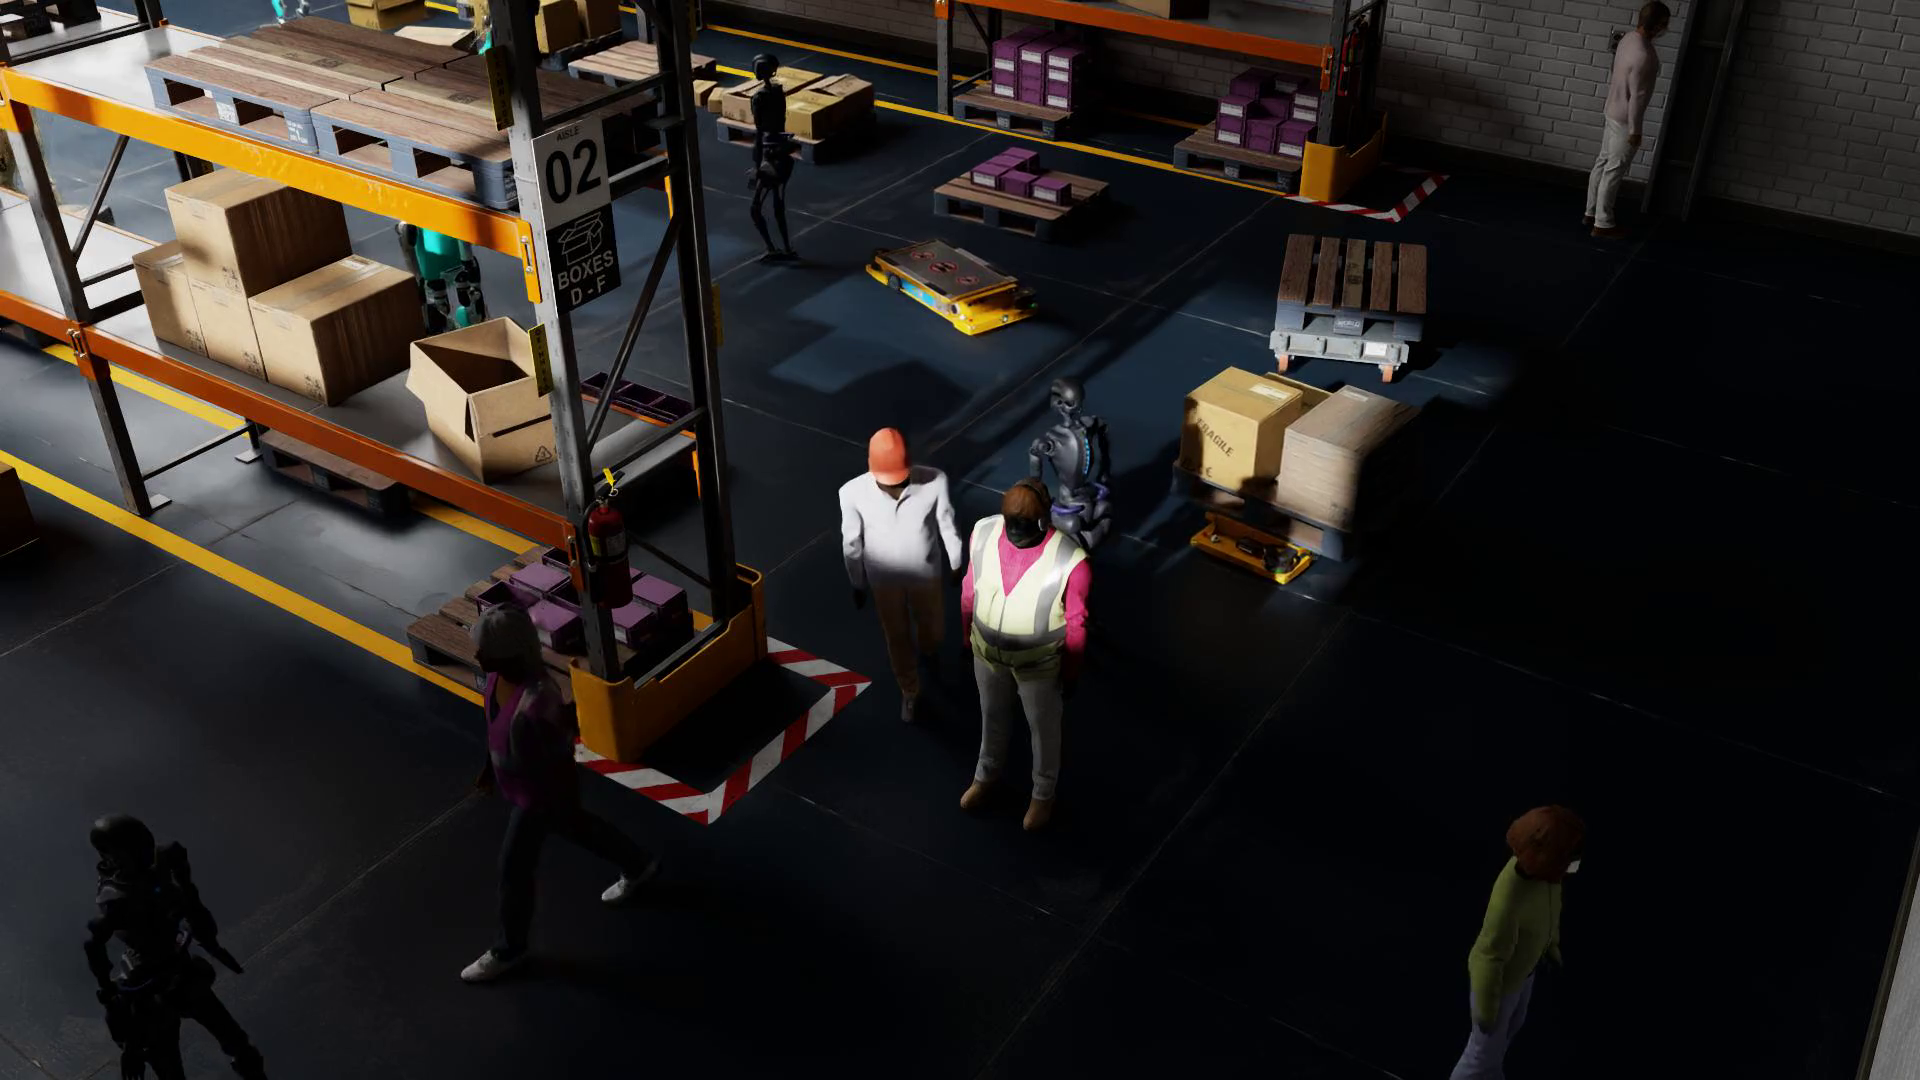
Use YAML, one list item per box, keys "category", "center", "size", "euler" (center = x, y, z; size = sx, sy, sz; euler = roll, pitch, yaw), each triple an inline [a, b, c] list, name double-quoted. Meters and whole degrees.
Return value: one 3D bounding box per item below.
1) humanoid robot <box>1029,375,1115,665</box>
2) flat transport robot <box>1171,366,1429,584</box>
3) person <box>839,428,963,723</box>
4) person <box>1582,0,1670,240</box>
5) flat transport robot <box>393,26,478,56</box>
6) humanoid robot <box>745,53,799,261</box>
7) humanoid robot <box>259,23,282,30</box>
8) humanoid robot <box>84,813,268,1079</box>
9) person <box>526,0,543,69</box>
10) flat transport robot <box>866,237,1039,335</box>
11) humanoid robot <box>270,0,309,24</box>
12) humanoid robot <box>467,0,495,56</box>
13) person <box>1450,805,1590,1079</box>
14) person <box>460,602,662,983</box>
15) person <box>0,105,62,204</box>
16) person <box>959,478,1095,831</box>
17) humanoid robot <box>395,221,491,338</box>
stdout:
- category: "humanoid robot"
  center: [0.610, -0.094, 8.738]
  size: [0.590, 1.641, 0.401]
  euler: [-23, 40, -31]
- category: "flat transport robot"
  center: [2.084, -0.208, 10.193]
  size: [0.659, 0.231, 1.431]
  euler: [25, 40, 33]
- category: "person"
  center: [-0.286, 0.147, 8.314]
  size: [0.600, 1.714, 0.507]
  euler: [-3, 33, -4]
- category: "person"
  center: [5.467, -3.445, 13.644]
  size: [0.373, 1.934, 0.626]
  euler: [3, 33, 4]
- category: "flat transport robot"
  center: [-5.133, -3.931, 15.914]
  size: [1.431, 0.231, 0.659]
  euler: [6, 34, 9]
- category: "humanoid robot"
  center: [-1.484, -3.034, 13.243]
  size: [0.352, 1.644, 0.603]
  euler: [9, 34, 13]
- category: "humanoid robot"
  center: [-5.312, -3.222, 13.469]
  size: [0.530, 1.756, 0.767]
  euler: [-18, 37, -26]
- category: "humanoid robot"
  center: [-2.825, 1.654, 6.044]
  size: [0.527, 1.645, 0.611]
  euler: [6, 34, 10]
- category: "person"
  center: [-3.919, -4.282, 14.929]
  size: [0.433, 1.943, 0.481]
  euler: [4, 33, 6]
- category: "flat transport robot"
  center: [-0.074, -1.997, 12.942]
  size: [0.659, 0.231, 1.431]
  euler: [-21, 39, -29]
- category: "humanoid robot"
  center: [-7.343, -6.089, 17.892]
  size: [0.538, 1.744, 1.003]
  euler: [-26, 41, -34]
- category: "humanoid robot"
  center: [-4.579, -4.749, 15.851]
  size: [0.843, 1.794, 0.611]
  euler: [-16, 36, -23]
- category: "person"
  center: [2.046, 1.613, 6.146]
  size: [0.335, 1.626, 0.519]
  euler: [23, 40, 31]
- category: "person"
  center: [-1.737, 0.986, 6.956]
  size: [0.959, 1.806, 0.489]
  euler: [-18, 37, -25]
- category: "person"
  center: [-7.790, -3.256, 13.539]
  size: [0.792, 1.718, 0.599]
  euler: [9, 34, 14]
- category: "person"
  center: [0.273, 0.526, 7.623]
  size: [0.621, 1.844, 0.430]
  euler: [16, 36, 23]
- category: "humanoid robot"
  center: [-3.118, -1.389, 10.709]
  size: [1.039, 1.771, 0.548]
  euler: [21, 39, 29]
